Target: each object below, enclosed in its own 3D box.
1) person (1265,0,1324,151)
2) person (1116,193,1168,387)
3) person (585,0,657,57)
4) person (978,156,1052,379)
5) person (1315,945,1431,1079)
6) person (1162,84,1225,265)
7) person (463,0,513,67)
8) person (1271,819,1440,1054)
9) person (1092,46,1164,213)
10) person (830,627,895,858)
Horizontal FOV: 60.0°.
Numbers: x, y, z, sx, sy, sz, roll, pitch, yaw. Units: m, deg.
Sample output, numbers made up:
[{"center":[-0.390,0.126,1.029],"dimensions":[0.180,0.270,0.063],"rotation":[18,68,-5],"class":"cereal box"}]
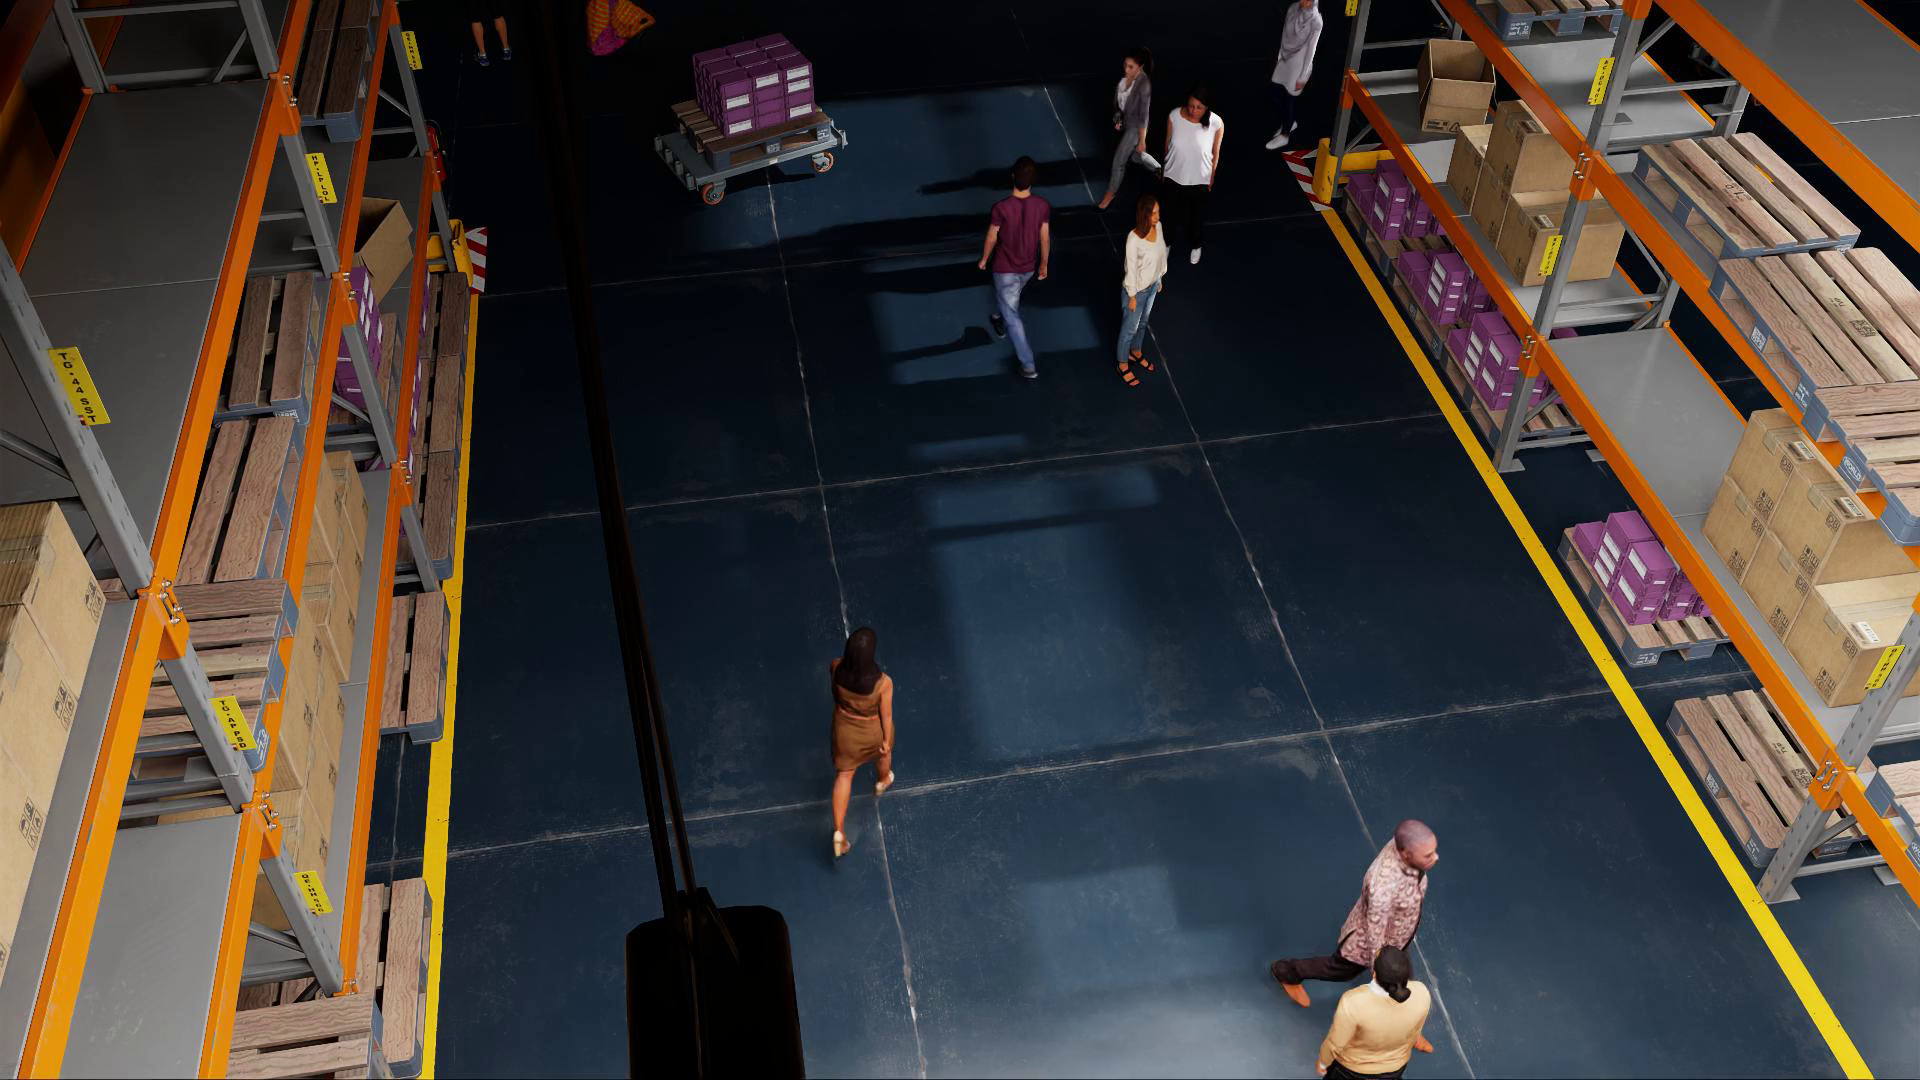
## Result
[{"center":[3.247,-4.498,15.784],"dimensions":[0.815,1.757,0.692],"rotation":[-18,47,-18],"class":"person"},{"center":[1.431,-2.016,13.233],"dimensions":[0.744,1.682,0.689],"rotation":[27,50,25],"class":"person"},{"center":[-3.654,-5.859,17.288],"dimensions":[0.741,1.653,0.960],"rotation":[-3,44,-3],"class":"person"},{"center":[0.471,-2.122,13.259],"dimensions":[0.909,1.799,1.288],"rotation":[-19,47,-19],"class":"person"},{"center":[2.043,2.602,8.335],"dimensions":[0.651,1.752,0.552],"rotation":[-6,44,-7],"class":"person"},{"center":[1.991,-3.198,14.472],"dimensions":[0.759,1.685,0.782],"rotation":[15,46,15],"class":"person"},{"center":[-4.965,-5.807,17.076],"dimensions":[0.674,1.870,0.659],"rotation":[-20,47,-19],"class":"person"},{"center":[2.143,2.045,8.900],"dimensions":[1.269,1.779,1.157],"rotation":[30,51,27],"class":"person"},{"center":[1.646,-3.721,15.055],"dimensions":[0.808,1.638,1.034],"rotation":[-12,45,-12],"class":"person"},{"center":[-0.624,1.192,9.883],"dimensions":[0.876,1.658,1.119],"rotation":[11,45,12],"class":"person"}]
